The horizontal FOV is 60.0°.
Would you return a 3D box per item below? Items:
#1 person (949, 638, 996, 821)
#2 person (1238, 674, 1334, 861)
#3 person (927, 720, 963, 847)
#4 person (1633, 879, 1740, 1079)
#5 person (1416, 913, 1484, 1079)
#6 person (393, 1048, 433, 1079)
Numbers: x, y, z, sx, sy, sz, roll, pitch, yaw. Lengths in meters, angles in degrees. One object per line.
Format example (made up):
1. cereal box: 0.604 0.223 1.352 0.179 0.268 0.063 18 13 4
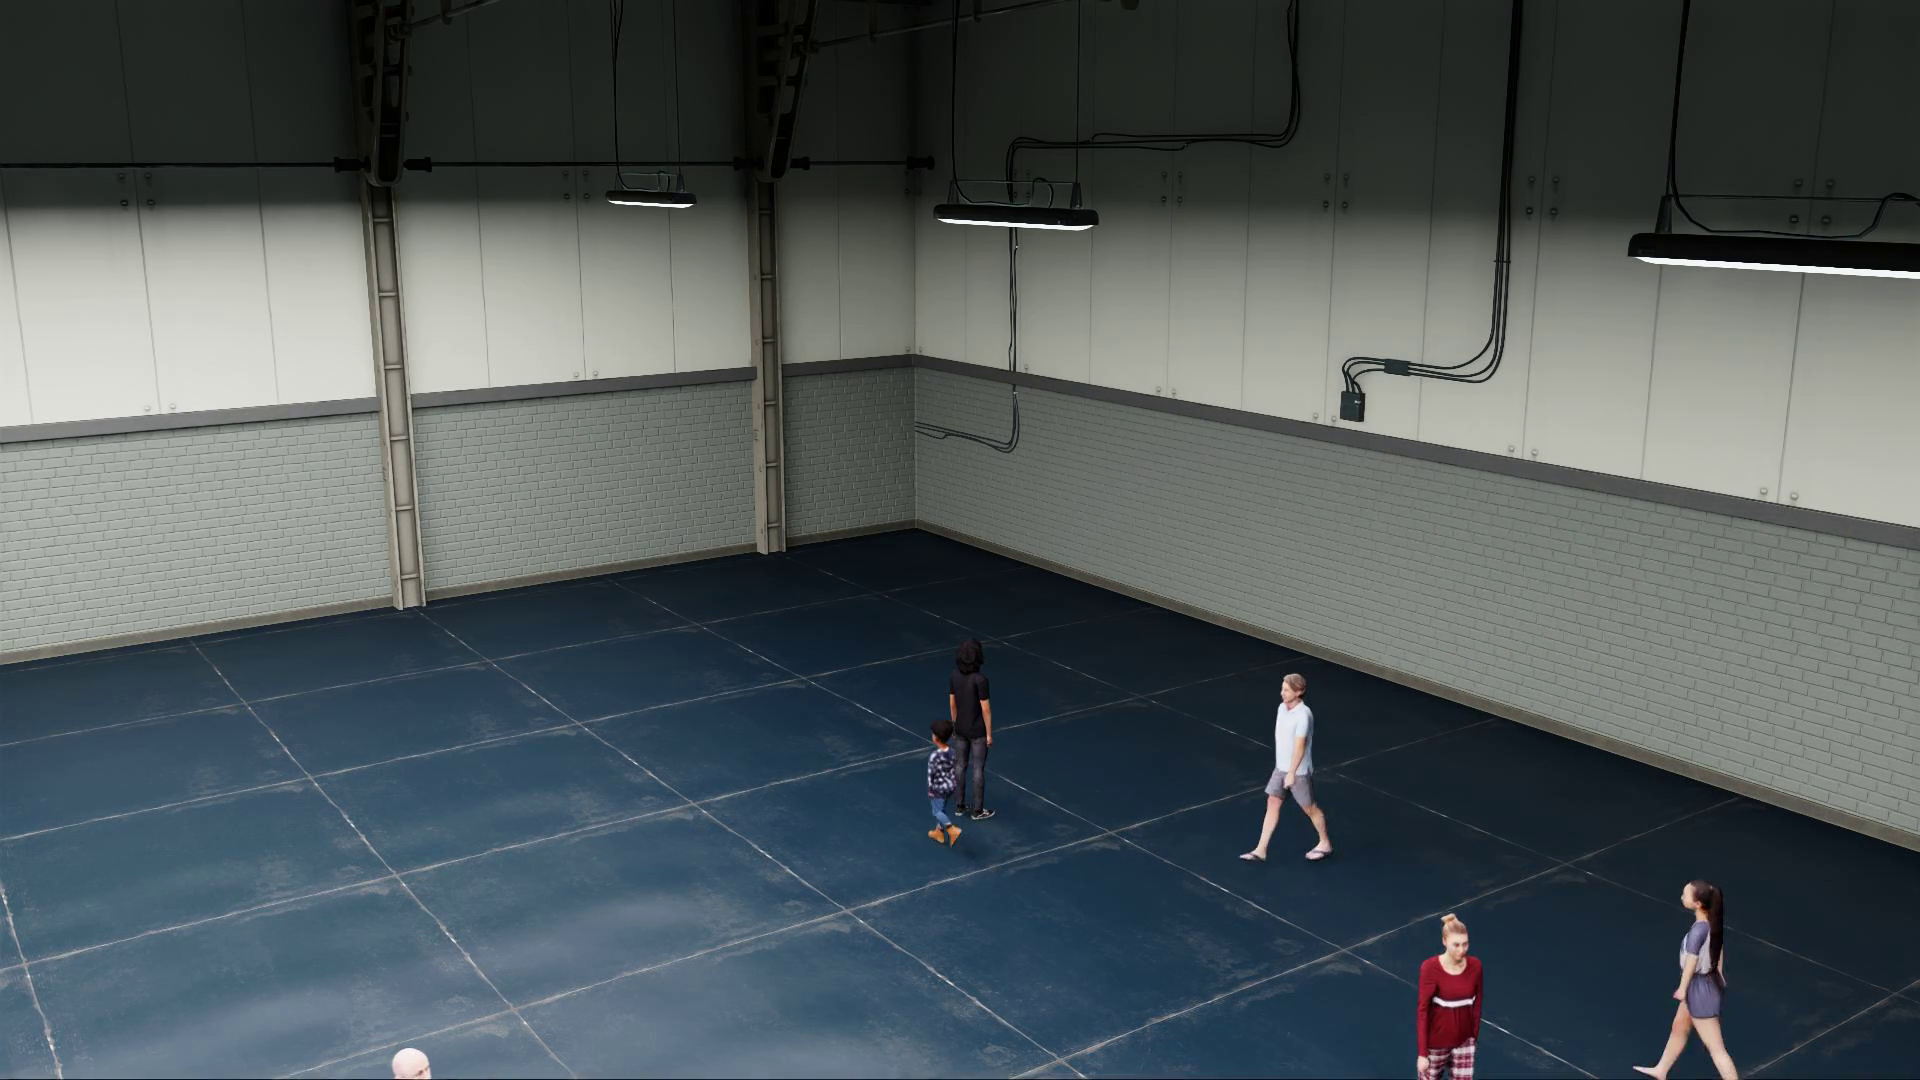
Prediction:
1. person: 0.104 1.849 16.422 0.693 1.837 0.636 10 16 37
2. person: 3.168 2.126 15.327 1.216 1.790 0.837 -5 14 -21
3. person: -0.139 2.316 15.728 0.639 1.239 0.698 12 18 43
4. person: 5.182 3.132 11.397 0.866 1.604 0.988 12 18 42
5. person: 3.138 3.238 10.843 1.131 1.648 1.033 -2 13 -6
6. person: -2.934 3.573 8.981 0.833 1.834 0.732 4 14 19
